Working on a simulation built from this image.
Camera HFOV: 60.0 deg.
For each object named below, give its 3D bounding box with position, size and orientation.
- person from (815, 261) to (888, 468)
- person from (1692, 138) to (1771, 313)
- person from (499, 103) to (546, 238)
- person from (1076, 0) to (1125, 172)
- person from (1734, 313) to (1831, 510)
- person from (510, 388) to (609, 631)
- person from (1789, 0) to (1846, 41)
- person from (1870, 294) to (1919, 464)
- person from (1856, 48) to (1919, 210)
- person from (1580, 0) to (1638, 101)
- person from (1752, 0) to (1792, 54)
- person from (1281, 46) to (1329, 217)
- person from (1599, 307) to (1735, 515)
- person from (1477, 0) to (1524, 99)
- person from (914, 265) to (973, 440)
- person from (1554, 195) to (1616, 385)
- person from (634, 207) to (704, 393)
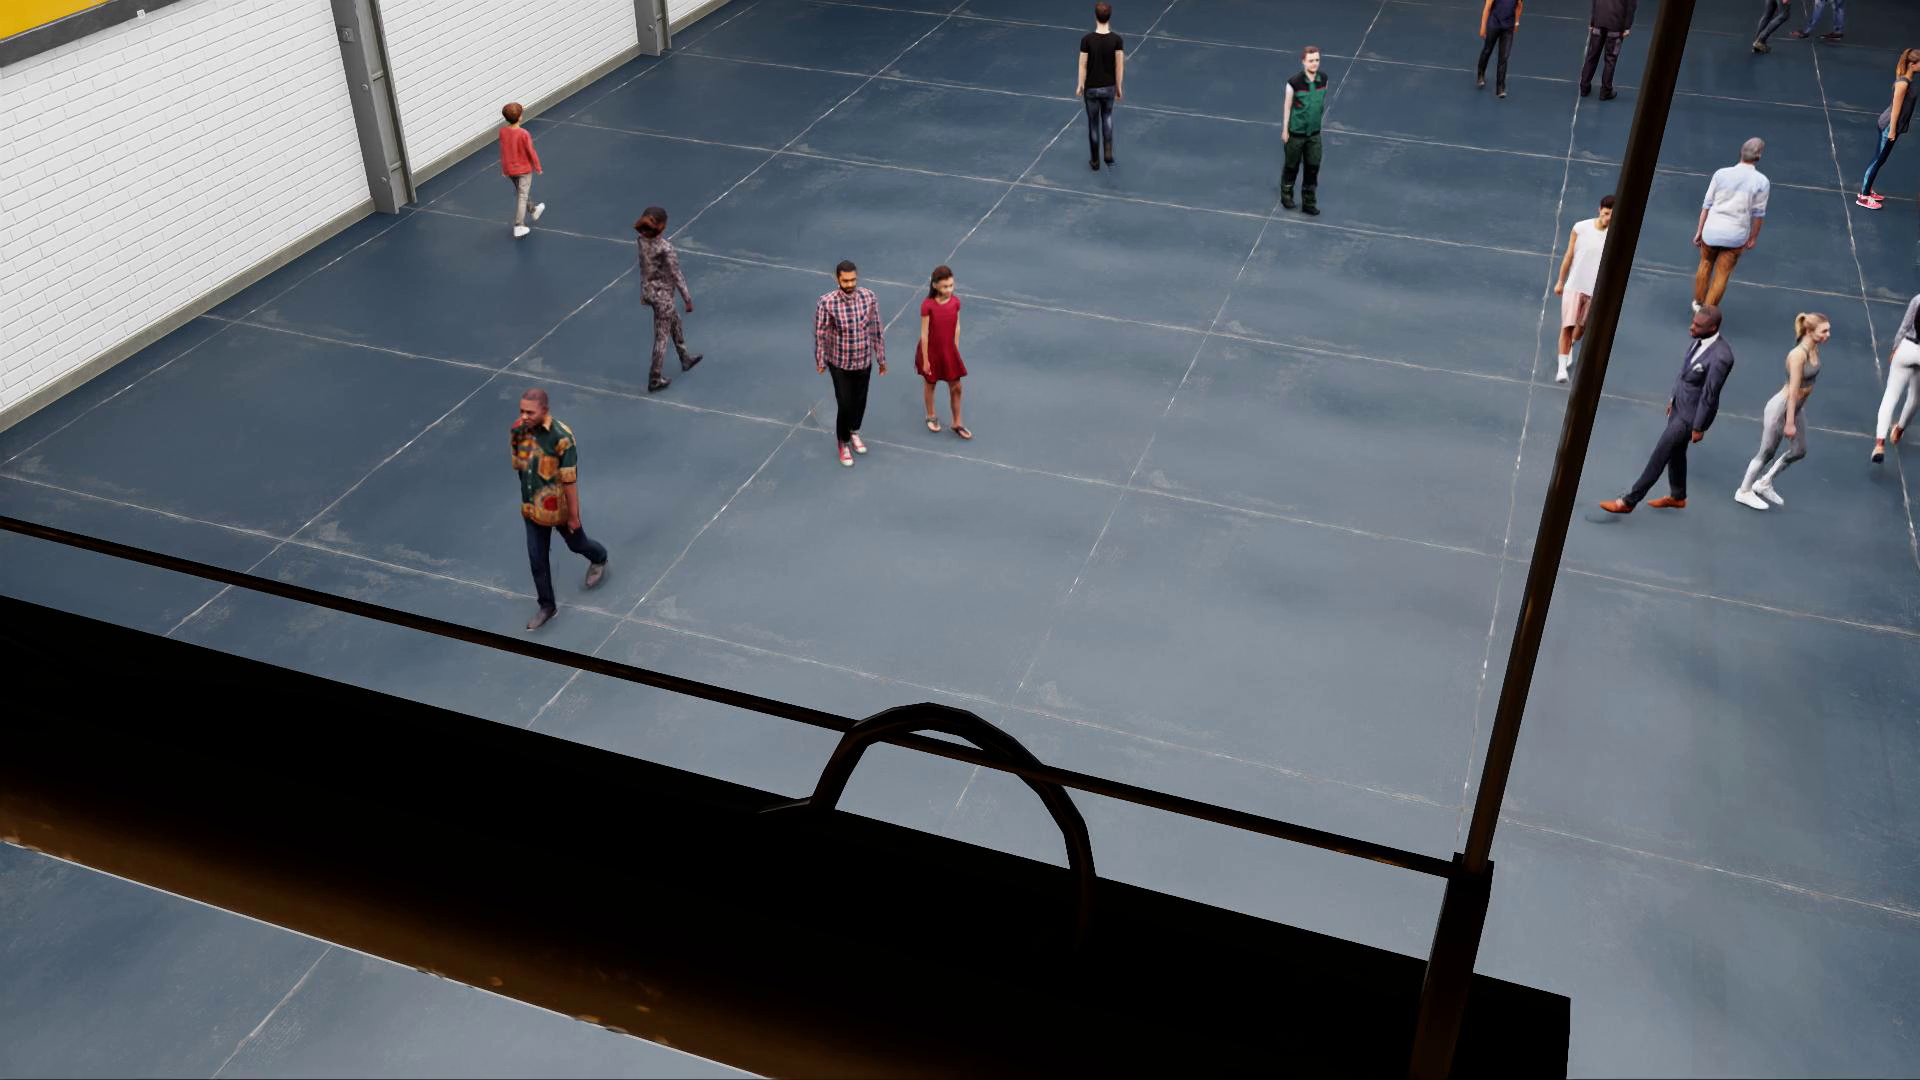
[{"bbox_3d":[-0.925,-1.532,13.712,0.869,1.746,0.929,-16,37,-22],"label":"person"},{"bbox_3d":[7.184,-2.850,15.646,0.824,1.801,0.923,21,39,28],"label":"person"},{"bbox_3d":[-4.695,-3.887,17.585,0.528,1.381,0.913,12,35,17],"label":"person"},{"bbox_3d":[1.616,-5.140,19.016,0.800,1.885,0.833,-3,34,-5],"label":"person"},{"bbox_3d":[6.361,-1.019,12.993,0.674,1.689,0.752,-26,41,-33],"label":"person"},{"bbox_3d":[-2.850,-0.295,11.826,0.701,1.775,1.153,12,36,18],"label":"person"},{"bbox_3d":[12.356,-7.874,23.200,0.769,1.806,0.906,9,35,13],"label":"person"},{"bbox_3d":[7.793,-1.415,13.583,0.718,1.694,1.187,17,37,24],"label":"person"},{"bbox_3d":[10.211,-4.524,18.234,0.660,1.724,0.528,19,38,26],"label":"person"},{"bbox_3d":[8.268,-6.560,21.194,0.793,1.838,0.737,28,43,35],"label":"person"},{"bbox_3d":[11.098,-7.513,22.696,0.860,1.763,0.771,-9,35,-13],"label":"person"},{"bbox_3d":[3.695,-4.475,18.073,0.925,1.820,1.015,-9,35,-13],"label":"person"},{"bbox_3d":[5.582,-0.966,12.828,0.942,1.782,1.006,3,34,4],"label":"person"},{"bbox_3d":[6.921,-6.628,21.388,0.915,1.738,1.239,2,34,2],"label":"person"},{"bbox_3d":[-0.211,-1.631,14.054,0.802,1.533,0.870,-12,36,-18],"label":"person"},{"bbox_3d":[5.604,-2.291,14.867,0.733,1.732,1.131,9,35,13],"label":"person"},{"bbox_3d":[-2.689,-2.082,14.587,0.819,1.694,1.005,28,43,35],"label":"person"}]
